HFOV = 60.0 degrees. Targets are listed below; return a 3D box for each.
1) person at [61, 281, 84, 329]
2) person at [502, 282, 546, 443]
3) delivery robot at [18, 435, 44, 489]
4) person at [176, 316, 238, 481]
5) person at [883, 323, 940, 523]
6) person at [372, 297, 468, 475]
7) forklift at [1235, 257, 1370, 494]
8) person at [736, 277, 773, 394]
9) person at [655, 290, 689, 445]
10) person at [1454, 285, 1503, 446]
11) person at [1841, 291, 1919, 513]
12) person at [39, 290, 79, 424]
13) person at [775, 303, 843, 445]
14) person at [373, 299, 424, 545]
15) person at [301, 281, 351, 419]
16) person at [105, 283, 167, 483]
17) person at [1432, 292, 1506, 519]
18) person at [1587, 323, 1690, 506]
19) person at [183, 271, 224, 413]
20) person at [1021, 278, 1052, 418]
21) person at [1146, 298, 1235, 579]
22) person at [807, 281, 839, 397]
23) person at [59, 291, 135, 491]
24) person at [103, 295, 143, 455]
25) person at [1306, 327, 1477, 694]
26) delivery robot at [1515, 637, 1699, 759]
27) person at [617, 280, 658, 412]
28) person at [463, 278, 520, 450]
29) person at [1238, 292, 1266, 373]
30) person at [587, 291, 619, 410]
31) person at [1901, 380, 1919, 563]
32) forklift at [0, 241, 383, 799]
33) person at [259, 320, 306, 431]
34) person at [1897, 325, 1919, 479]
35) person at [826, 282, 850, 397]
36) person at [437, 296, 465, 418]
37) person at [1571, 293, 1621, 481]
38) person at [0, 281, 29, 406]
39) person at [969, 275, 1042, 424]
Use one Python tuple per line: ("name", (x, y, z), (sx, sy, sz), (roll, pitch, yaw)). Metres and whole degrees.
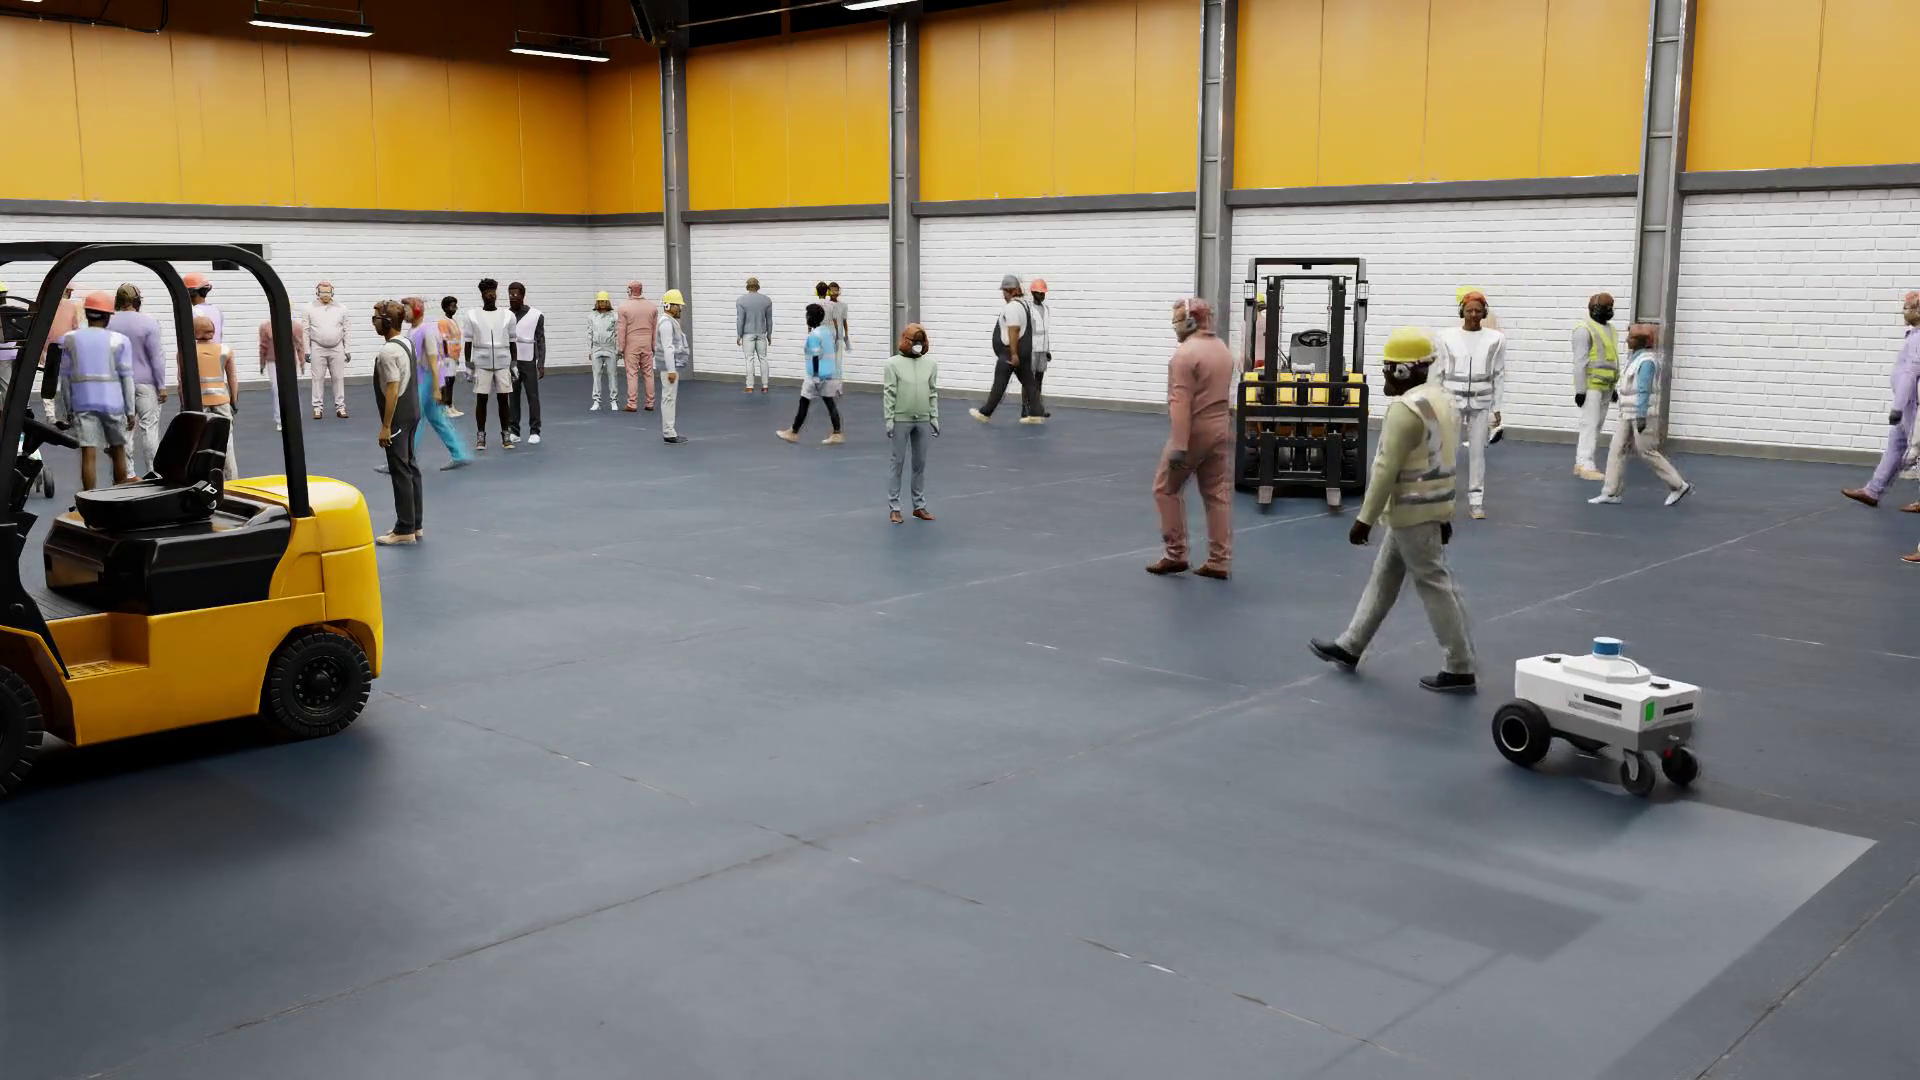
("person", (-13.549, -3.009, 25.311), (0.593, 1.924, 0.408), (1, 9, 9))
("person", (-5.210, -2.104, 19.784), (0.590, 1.918, 0.386), (2, 9, 11))
("delivery robot", (-8.533, -0.707, 15.088), (0.477, 0.478, 0.707), (-5, 11, -30))
("person", (-6.952, -1.248, 15.397), (0.522, 1.636, 0.310), (-6, 11, -33))
("person", (-0.397, -0.959, 13.637), (0.497, 1.633, 0.279), (-5, 11, -29))
("person", (-5.486, -1.567, 16.889), (0.992, 1.791, 0.590), (-6, 11, -33))
("forklift", (3.309, -1.629, 16.029), (1.214, 2.155, 2.313), (2, 9, 11))
("person", (-3.421, -3.400, 27.674), (0.632, 1.936, 0.359), (-4, 10, -25))
("person", (-3.402, -2.040, 19.677), (0.404, 1.827, 0.589), (-1, 9, -7))
("person", (5.977, -2.000, 19.240), (0.680, 1.882, 0.501), (-6, 11, -32))
("person", (8.025, -1.172, 14.187), (0.804, 1.873, 0.675), (6, 11, 33))
("person", (-12.076, -2.546, 22.284), (0.385, 1.987, 0.608), (7, 12, 37))
("person", (-1.760, -1.939, 19.553), (0.815, 1.664, 0.544), (3, 10, 20))
("person", (-4.242, -0.881, 12.511), (0.345, 1.846, 0.508), (0, 9, -2))
("person", (-8.760, -2.625, 23.030), (0.641, 1.905, 0.410), (-5, 11, -30))
("person", (-7.818, -1.458, 15.766), (0.627, 1.940, 0.372), (1, 9, 5))
("person", (4.213, -1.111, 13.813), (0.573, 1.882, 0.356), (2, 9, 12))
("person", (5.972, -1.090, 14.514), (0.770, 1.614, 0.522), (1, 9, 6))
("person", (-8.030, -1.816, 17.638), (0.397, 2.043, 0.609), (1, 9, 4))
("person", (1.081, -2.662, 23.152), (0.550, 1.935, 0.375), (-9, 13, -44))
("person", (1.519, -0.670, 11.132), (0.694, 1.874, 0.715), (9, 13, 42))
("person", (-2.207, -3.238, 26.876), (0.508, 1.876, 0.328), (-1, 9, -4))
("person", (-7.118, -1.097, 13.741), (0.562, 1.899, 0.684), (-3, 10, -20))
("person", (-9.245, -1.831, 18.493), (0.637, 1.800, 0.915), (-1, 9, -9))
("person", (2.177, -0.150, 8.217), (0.916, 1.783, 0.602), (5, 10, 28))
("delivery robot", (2.640, 0.644, 6.821), (0.477, 0.478, 0.707), (-6, 11, -31))
("person", (-4.700, -2.817, 24.179), (0.643, 1.913, 0.410), (-8, 12, -39))
("person", (-5.377, -2.015, 19.094), (0.613, 1.965, 0.361), (-4, 10, -22))
("person", (3.817, -2.309, 21.512), (0.535, 1.767, 0.315), (-5, 10, -28))
("person", (-5.218, -2.767, 24.380), (0.487, 1.746, 0.288), (0, 9, -2))
("person", (6.888, -0.637, 11.661), (0.498, 1.633, 0.280), (-2, 9, -11))
("forklift", (-3.706, -0.171, 7.093), (1.214, 2.155, 2.313), (9, 13, 43))
("person", (-8.744, -2.289, 21.484), (0.563, 1.732, 0.670), (-3, 10, -18))
("person", (9.537, -1.531, 16.437), (0.604, 1.871, 0.392), (-5, 10, -26))
("person", (-2.050, -3.242, 26.925), (0.532, 1.865, 0.311), (-3, 10, -18))
("person", (-7.104, -2.545, 23.154), (0.322, 1.699, 0.536), (0, 9, -1))
("person", (6.294, -1.507, 16.443), (0.637, 1.837, 0.557), (-8, 12, -41))
("person", (-12.247, -2.359, 21.346), (0.373, 1.921, 0.585), (3, 10, 15))
("person", (0.649, -2.563, 22.224), (1.028, 2.000, 0.694), (4, 10, 22))
